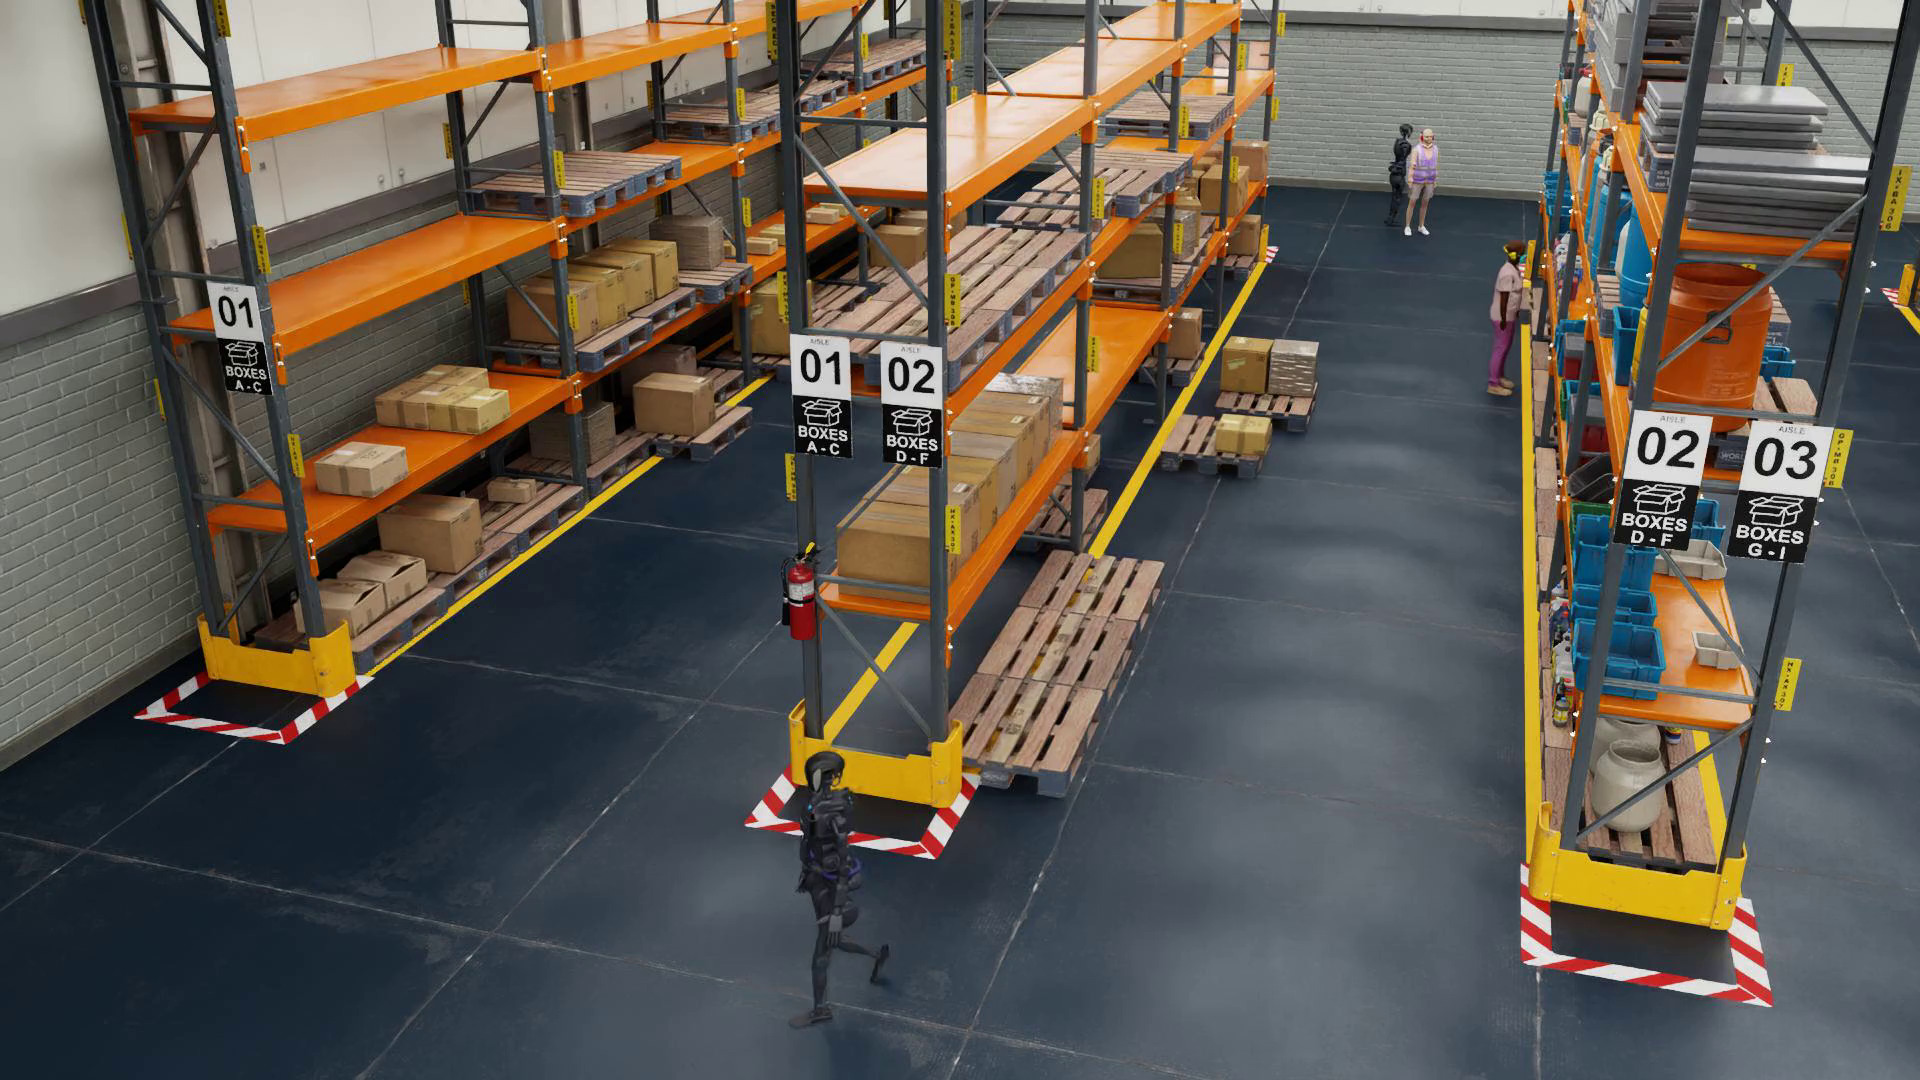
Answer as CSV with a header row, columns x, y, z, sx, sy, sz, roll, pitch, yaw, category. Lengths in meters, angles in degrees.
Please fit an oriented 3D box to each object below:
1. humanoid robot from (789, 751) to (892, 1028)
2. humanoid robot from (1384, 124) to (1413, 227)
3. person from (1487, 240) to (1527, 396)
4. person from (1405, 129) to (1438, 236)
x,y,z,sx,sy,sz,roll,pitch,yaw,category
-0.655,1.871,9.080,0.637,1.640,0.589,-11,26,-24,humanoid robot
7.210,-6.010,27.329,0.304,1.649,0.616,1,23,1,humanoid robot
6.324,-2.581,19.232,0.388,1.793,0.549,9,25,20,person
7.414,-5.737,26.673,0.492,1.693,0.340,-5,24,-11,person
